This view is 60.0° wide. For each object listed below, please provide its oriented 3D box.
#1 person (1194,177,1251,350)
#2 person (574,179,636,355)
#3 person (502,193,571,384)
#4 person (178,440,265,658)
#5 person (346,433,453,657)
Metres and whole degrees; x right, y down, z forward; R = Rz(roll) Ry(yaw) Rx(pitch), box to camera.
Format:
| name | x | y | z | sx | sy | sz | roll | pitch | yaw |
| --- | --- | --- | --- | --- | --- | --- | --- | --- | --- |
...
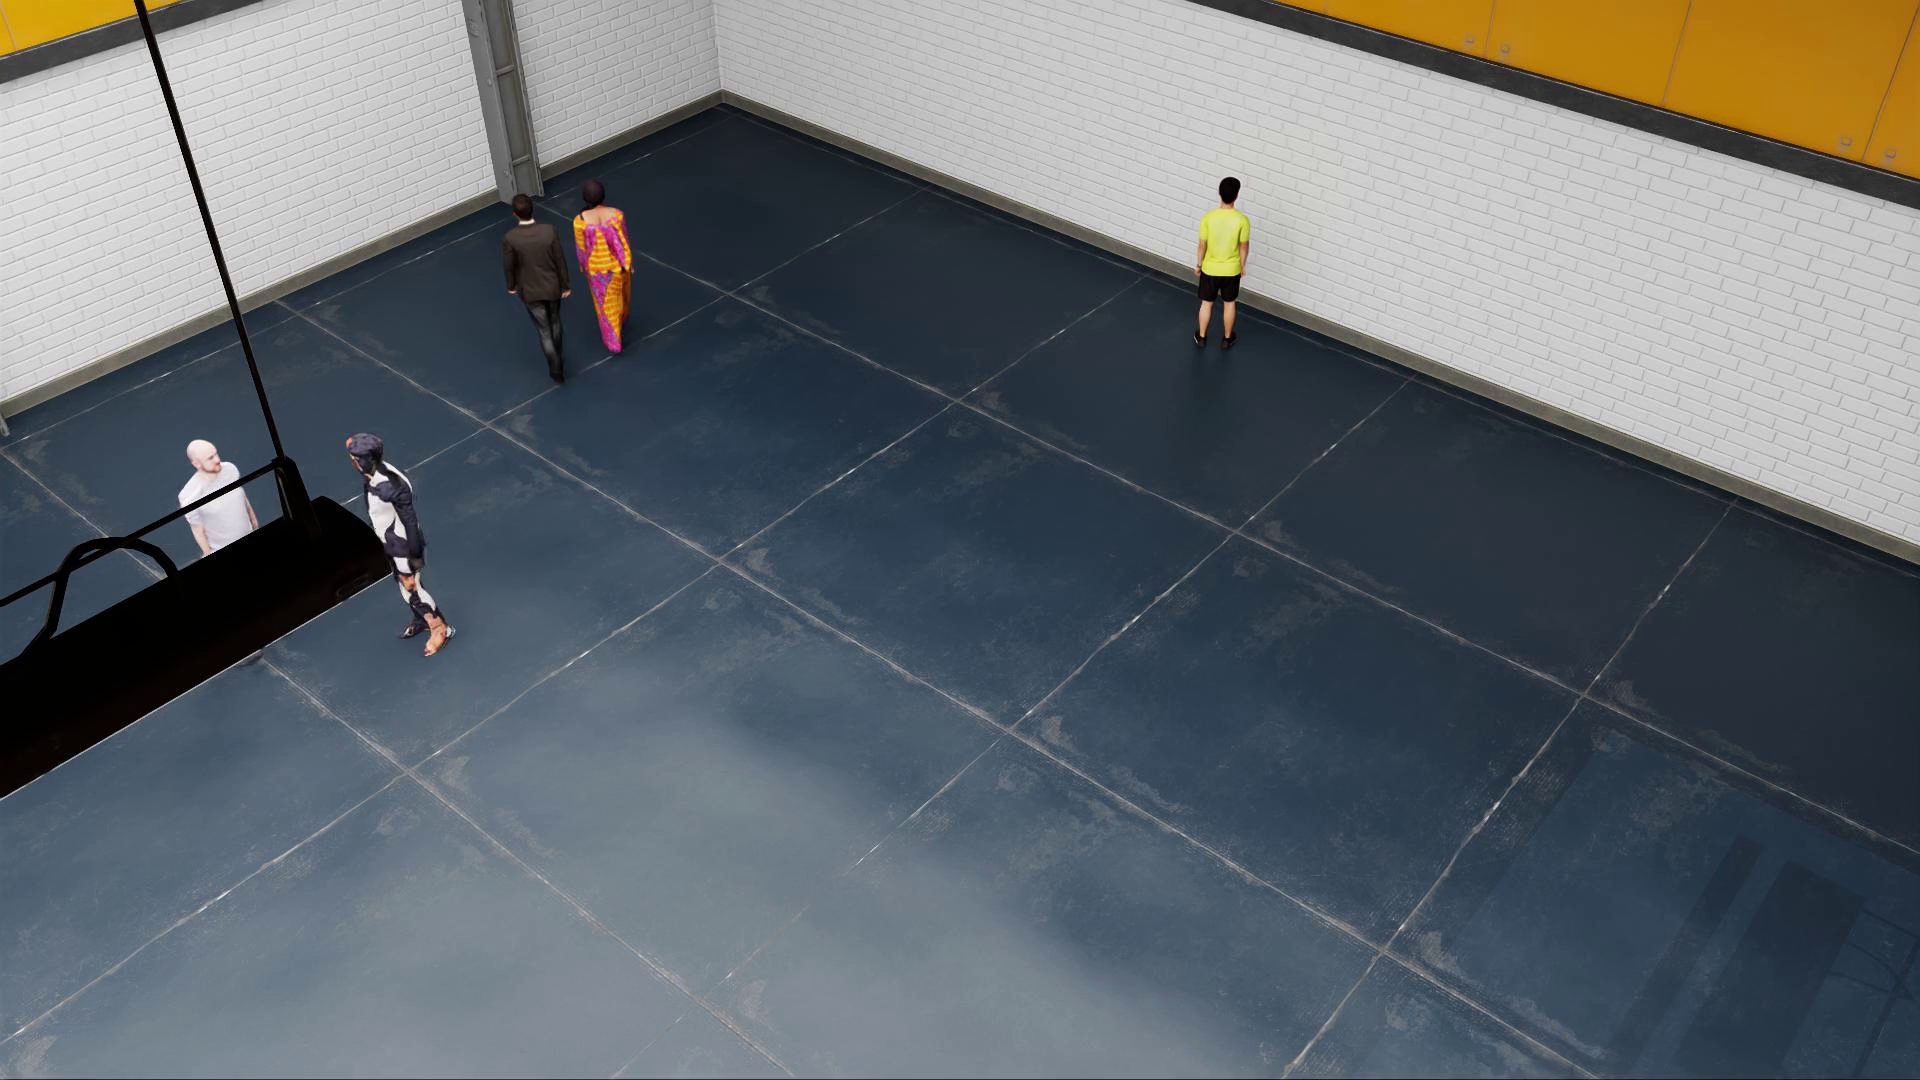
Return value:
| name | x | y | z | sx | sy | sz | roll | pitch | yaw |
| --- | --- | --- | --- | --- | --- | --- | --- | --- | --- |
| person | 2.430 | -2.556 | 15.433 | 0.703 | 1.708 | 0.699 | 7 | 39 | 9 |
| person | -3.276 | -2.542 | 15.445 | 1.115 | 1.671 | 1.038 | -13 | 40 | -16 |
| person | -3.756 | -2.227 | 14.967 | 0.997 | 1.775 | 0.976 | -17 | 42 | -20 |
| person | -5.310 | 0.036 | 12.093 | 0.765 | 1.827 | 0.591 | 17 | 42 | 21 |
| person | -4.046 | -0.007 | 12.099 | 0.618 | 1.885 | 0.732 | -30 | 48 | -32 |
